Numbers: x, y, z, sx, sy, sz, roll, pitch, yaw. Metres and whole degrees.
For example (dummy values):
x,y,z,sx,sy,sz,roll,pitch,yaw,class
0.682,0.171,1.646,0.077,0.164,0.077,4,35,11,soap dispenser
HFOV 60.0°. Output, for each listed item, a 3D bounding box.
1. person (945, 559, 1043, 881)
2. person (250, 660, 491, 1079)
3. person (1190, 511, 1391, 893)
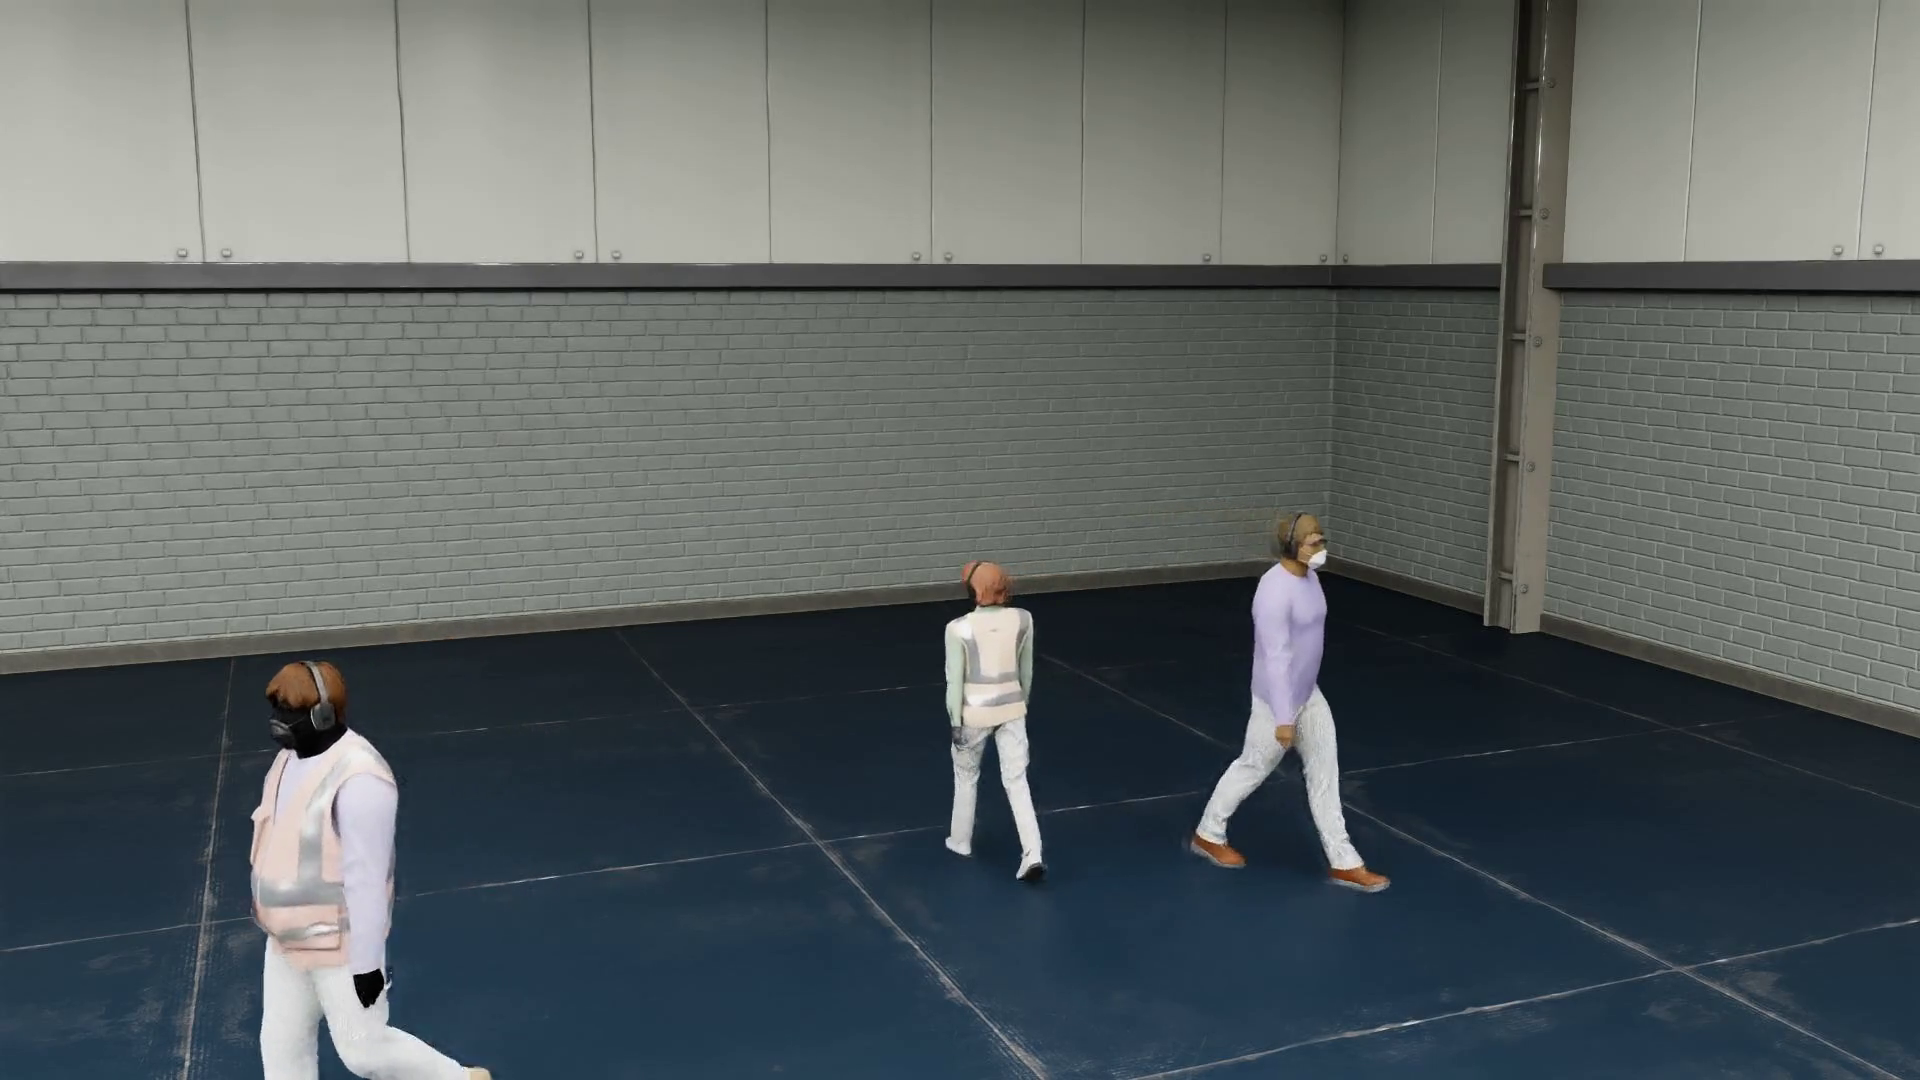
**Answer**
x,y,z,sx,sy,sz,roll,pitch,yaw,class
0.180,0.901,8.421,0.516,1.604,0.803,-3,10,-20,person
-2.005,1.269,5.458,0.631,1.814,0.817,8,12,42,person
1.615,0.785,8.288,1.038,1.890,0.650,6,11,33,person
